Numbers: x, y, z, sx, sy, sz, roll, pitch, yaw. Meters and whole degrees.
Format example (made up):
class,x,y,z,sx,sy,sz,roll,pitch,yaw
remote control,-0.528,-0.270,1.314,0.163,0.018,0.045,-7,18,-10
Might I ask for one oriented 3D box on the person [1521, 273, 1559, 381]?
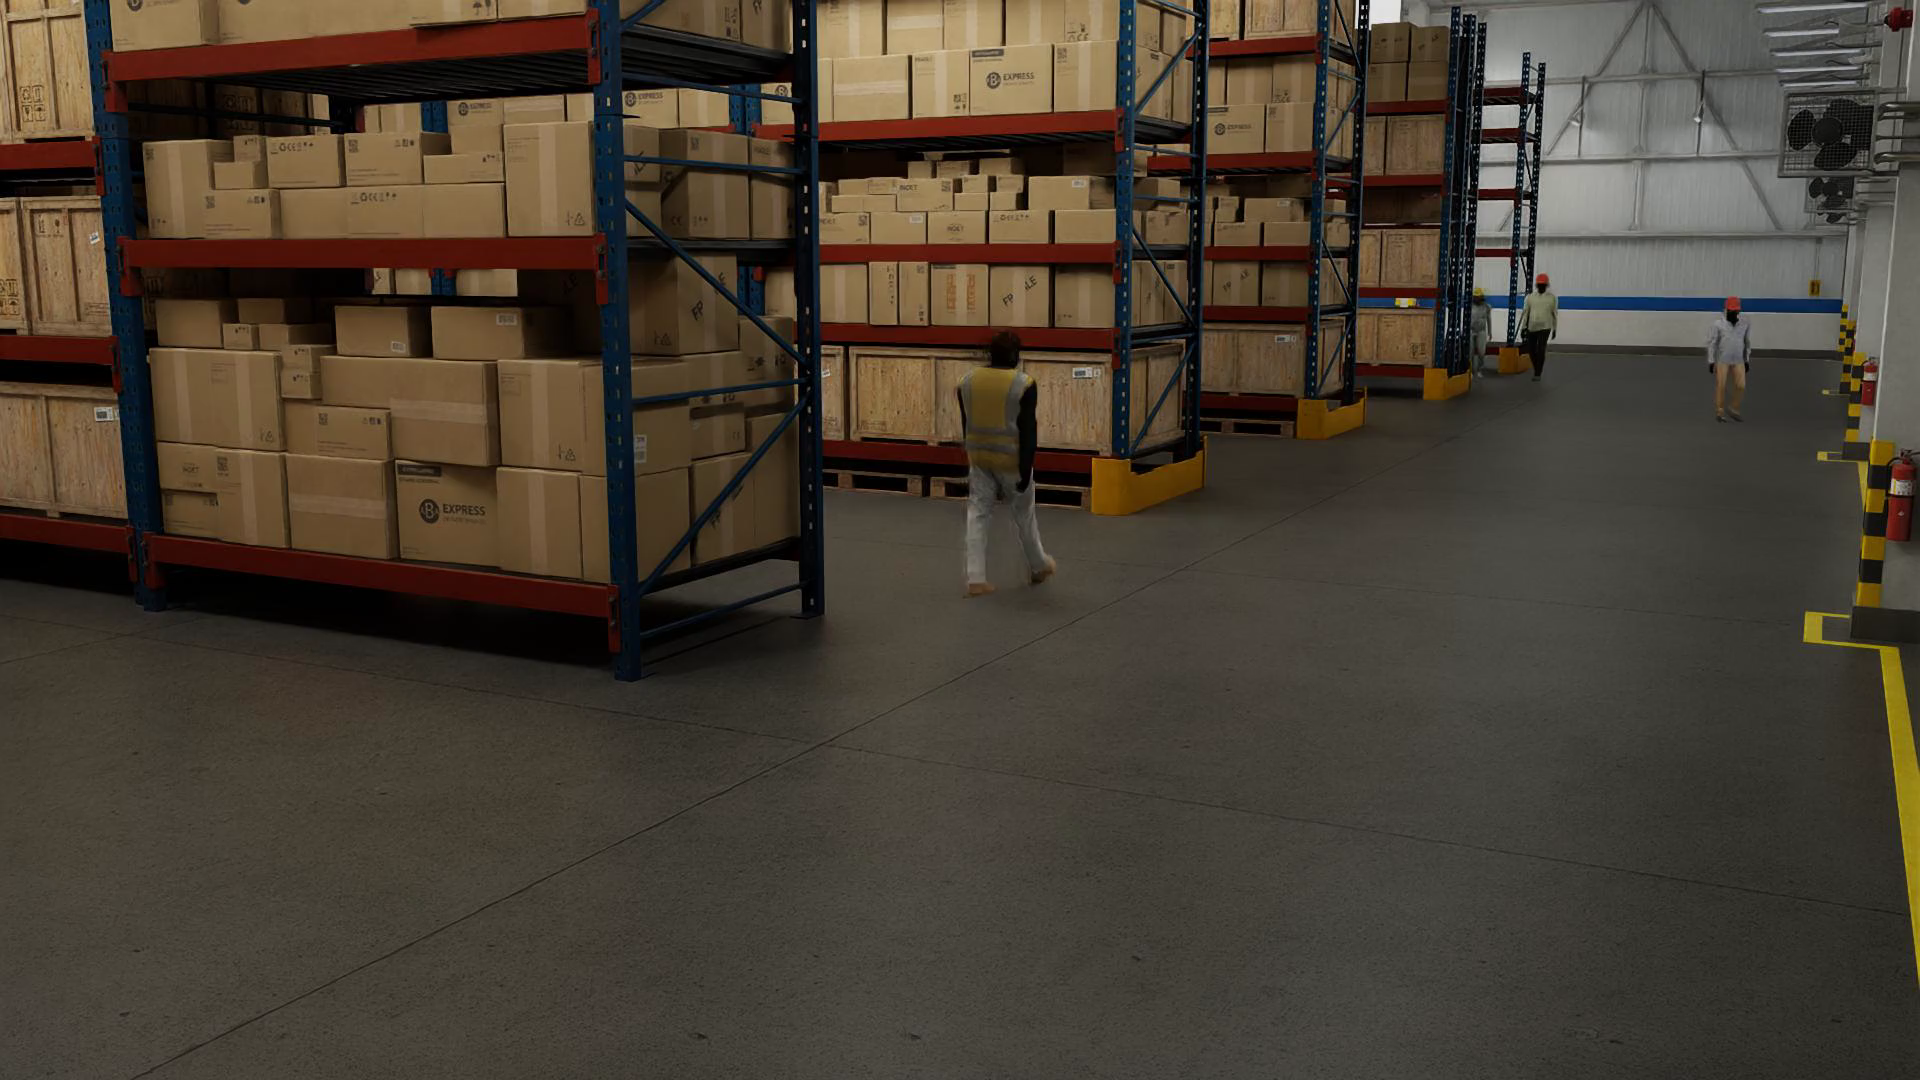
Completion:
class,x,y,z,sx,sy,sz,roll,pitch,yaw
person,10.642,-3.911,30.515,0.625,1.973,0.829,6,11,30

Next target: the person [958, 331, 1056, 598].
class,x,y,z,sx,sy,sz,roll,pitch,yaw
person,0.320,-0.538,11.488,0.630,1.797,0.944,5,11,27

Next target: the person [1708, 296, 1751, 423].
class,x,y,z,sx,sy,sz,roll,pitch,yaw
person,10.571,-2.463,22.804,0.602,1.731,0.571,1,10,3

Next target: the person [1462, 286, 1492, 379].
class,x,y,z,sx,sy,sz,roll,pitch,yaw
person,9.519,-3.803,30.637,0.542,1.708,0.747,3,10,17
